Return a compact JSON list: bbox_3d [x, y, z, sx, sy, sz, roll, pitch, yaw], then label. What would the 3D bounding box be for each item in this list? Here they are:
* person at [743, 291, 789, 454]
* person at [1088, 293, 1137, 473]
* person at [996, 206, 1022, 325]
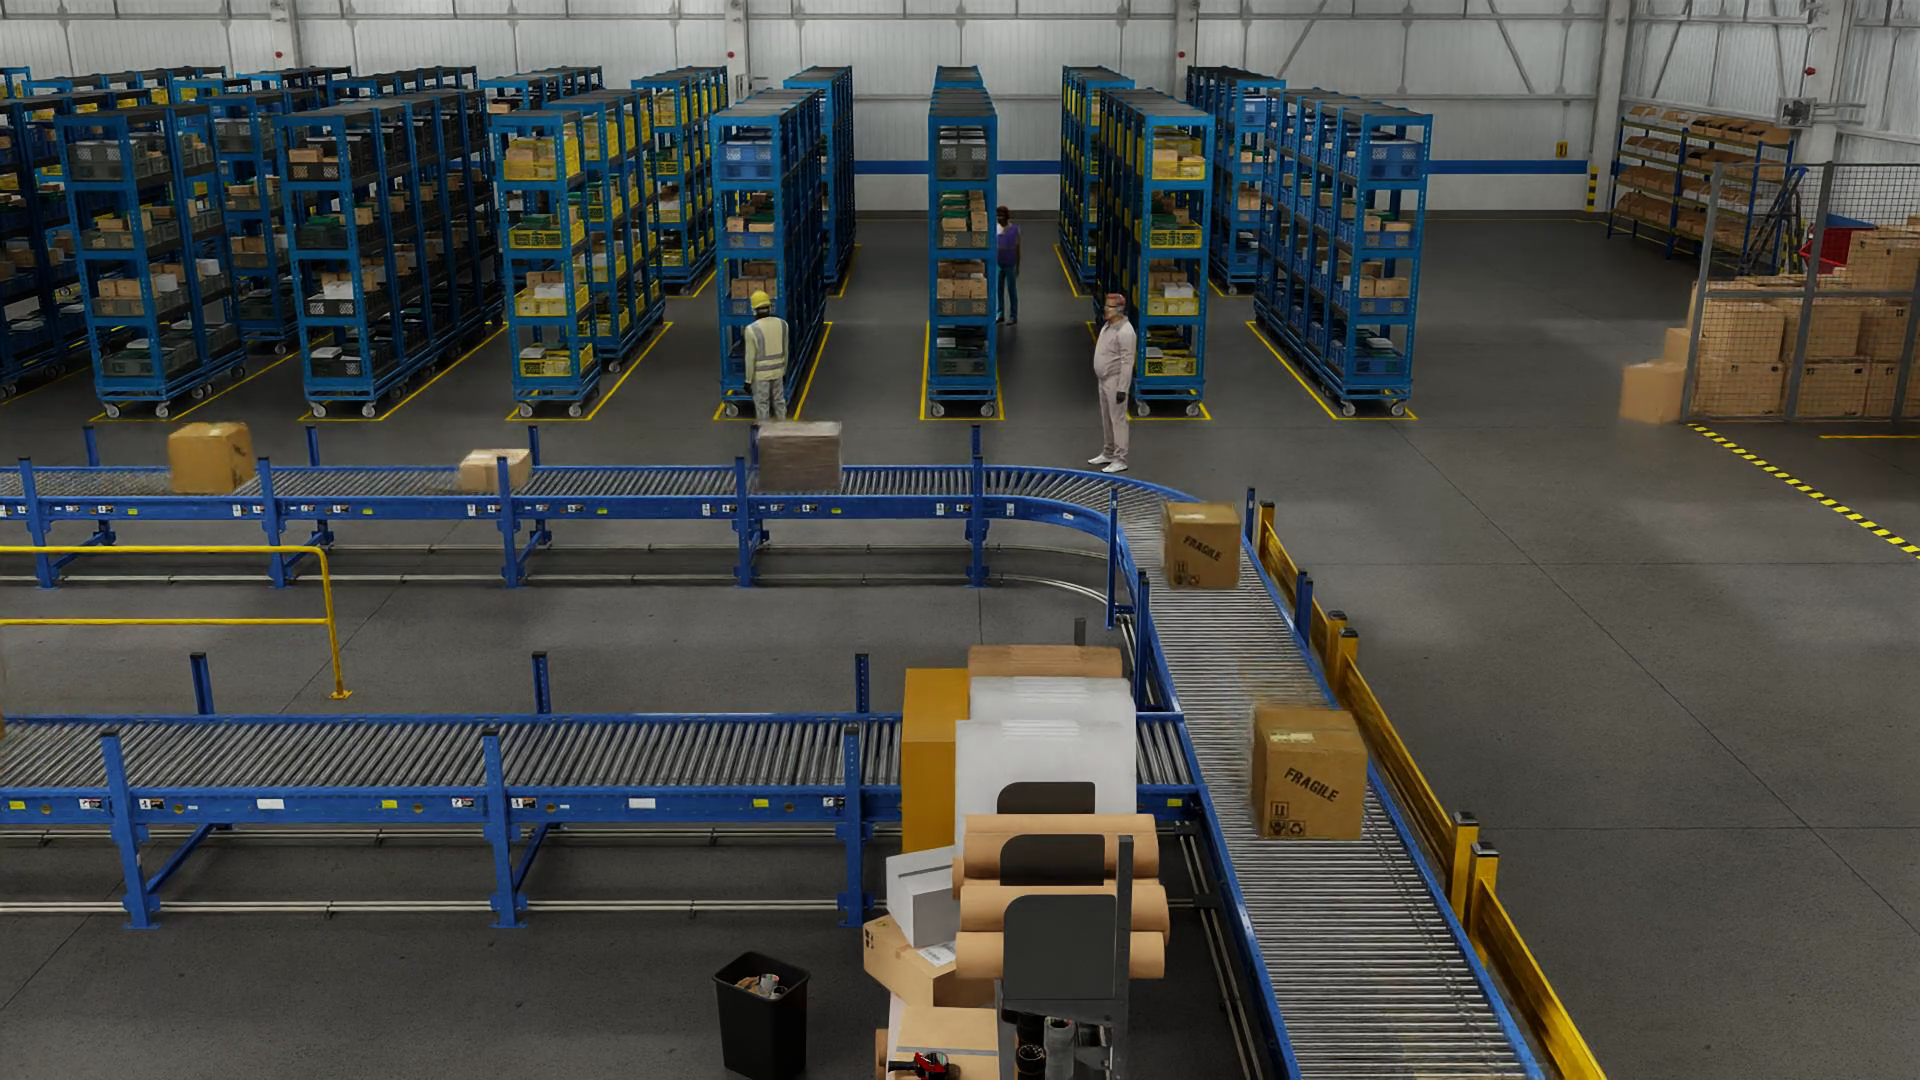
[{"bbox_3d":[-2.147,-1.832,18.333,0.403,1.823,0.586,17,24,42],"label":"person"},{"bbox_3d":[1.616,-1.681,17.725,0.410,1.913,0.651,-5,19,-16],"label":"person"},{"bbox_3d":[0.694,-4.269,25.829,0.578,1.830,0.408,11,21,29],"label":"person"}]
